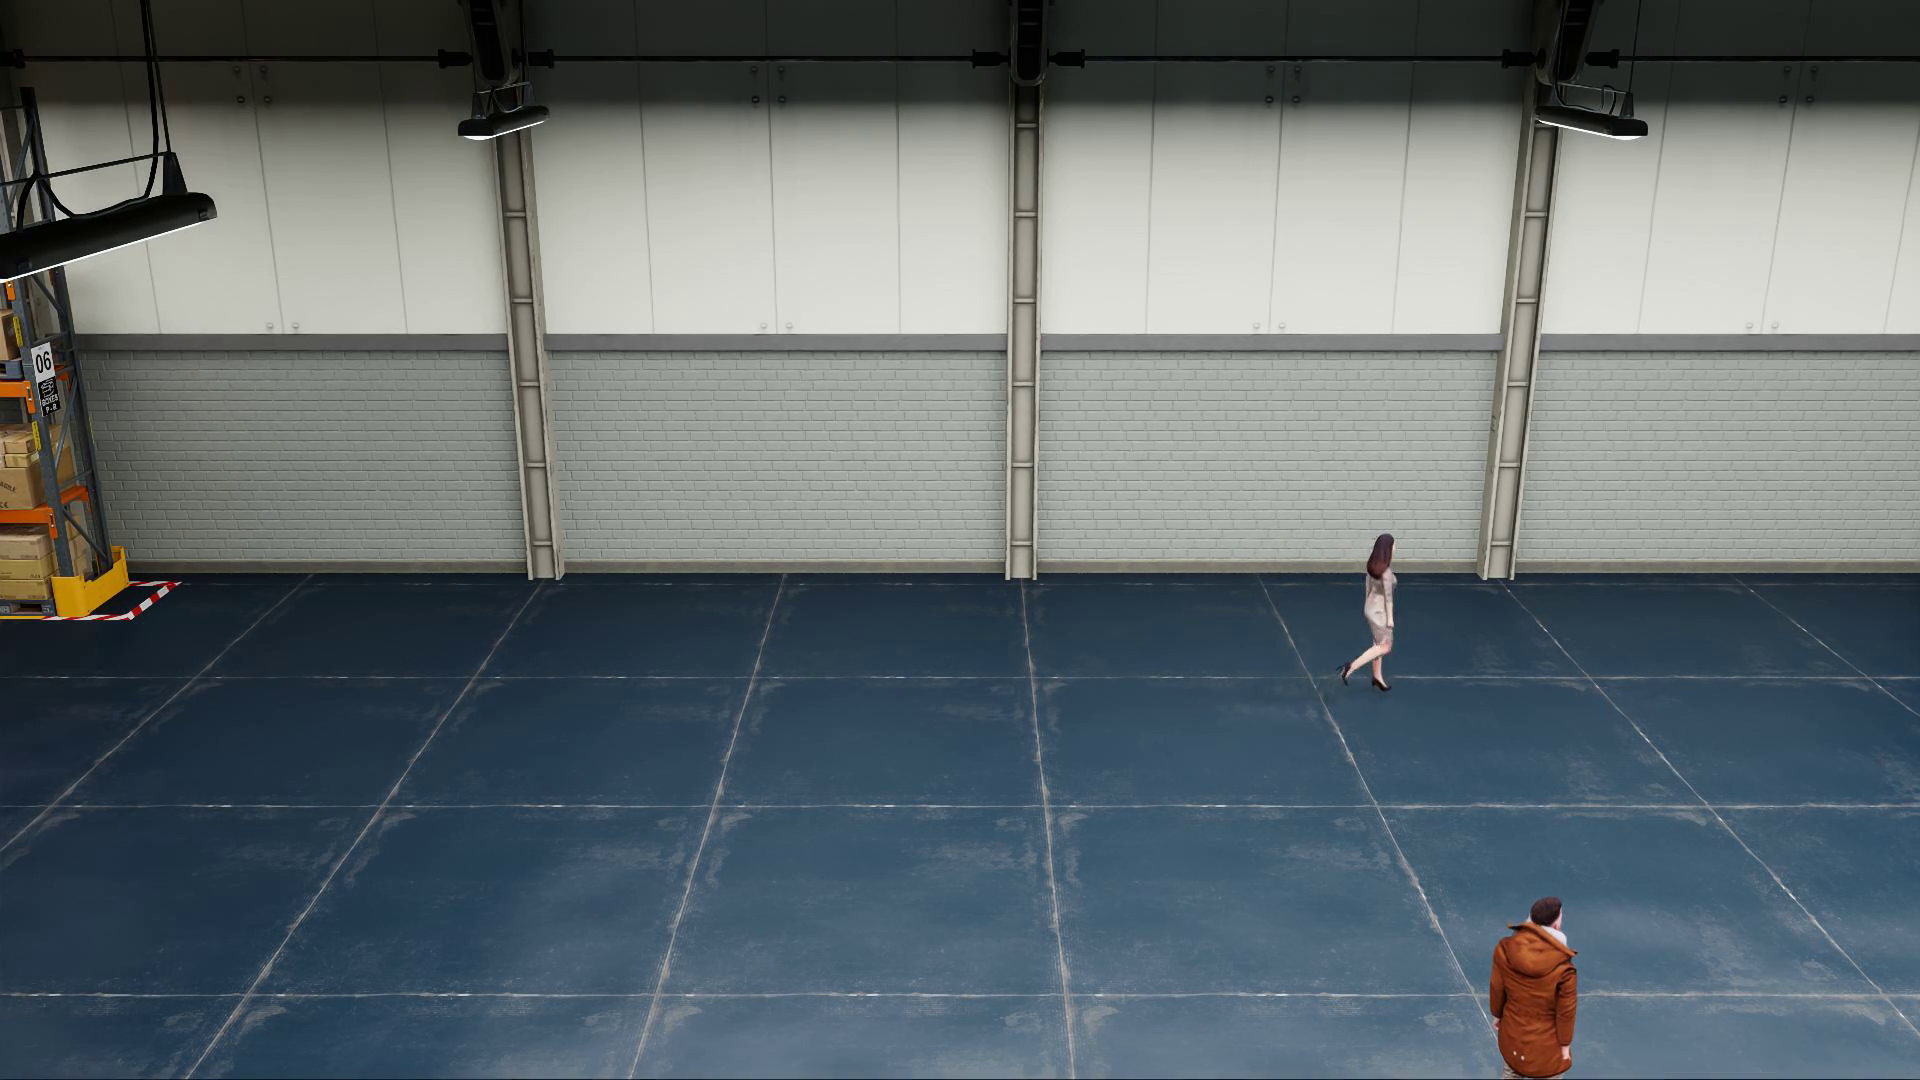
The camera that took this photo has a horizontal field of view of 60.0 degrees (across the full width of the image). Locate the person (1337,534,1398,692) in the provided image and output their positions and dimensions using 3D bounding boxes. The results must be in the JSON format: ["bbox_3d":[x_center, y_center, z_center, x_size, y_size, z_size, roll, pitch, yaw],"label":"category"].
[{"bbox_3d":[4.263,0.795,17.186,0.947,1.730,0.733,-4,19,-13],"label":"person"}]

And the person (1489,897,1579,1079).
[{"bbox_3d":[3.504,3.024,10.160,0.909,1.841,0.855,-16,24,-39],"label":"person"}]
